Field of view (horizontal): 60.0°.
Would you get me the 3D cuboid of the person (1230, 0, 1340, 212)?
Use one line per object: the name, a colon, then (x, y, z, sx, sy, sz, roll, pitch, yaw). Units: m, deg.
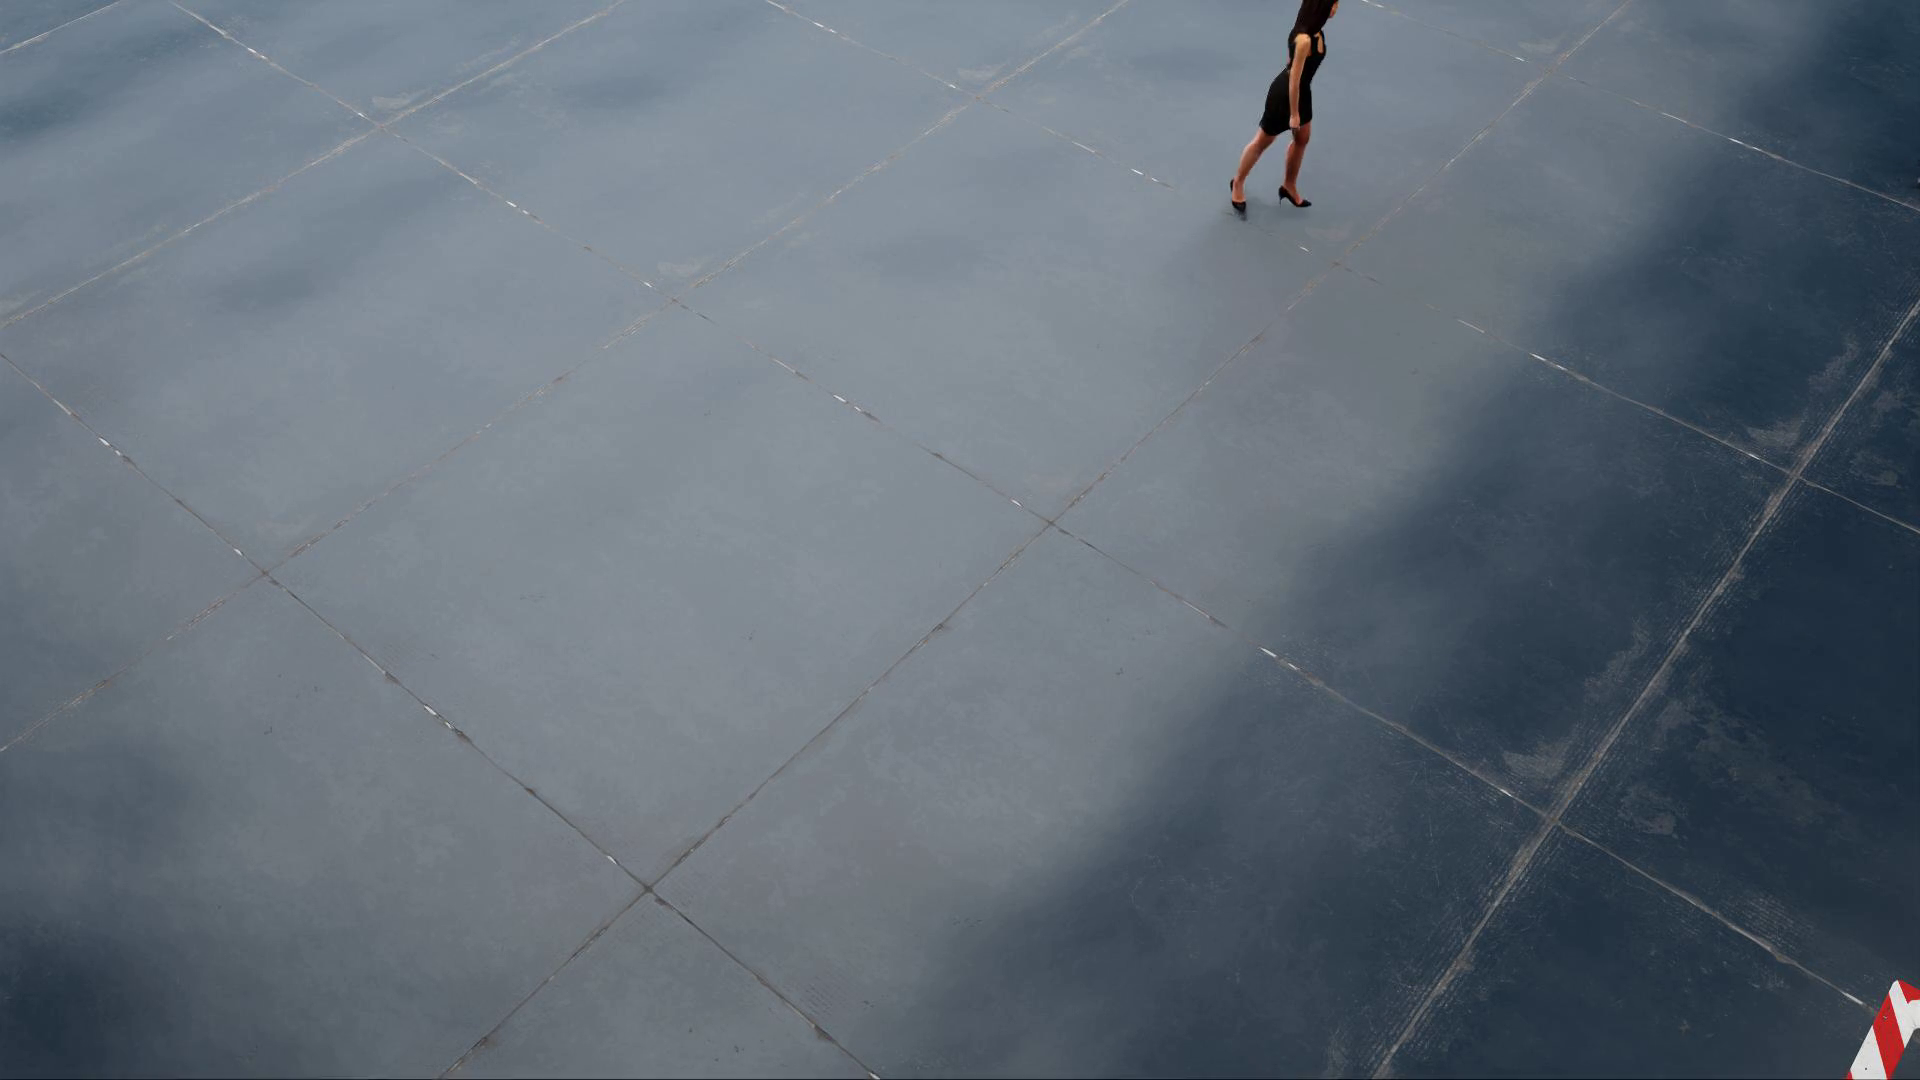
person: (2.022, -2.786, 10.537, 0.813, 1.621, 0.660, 24, 52, 21)
